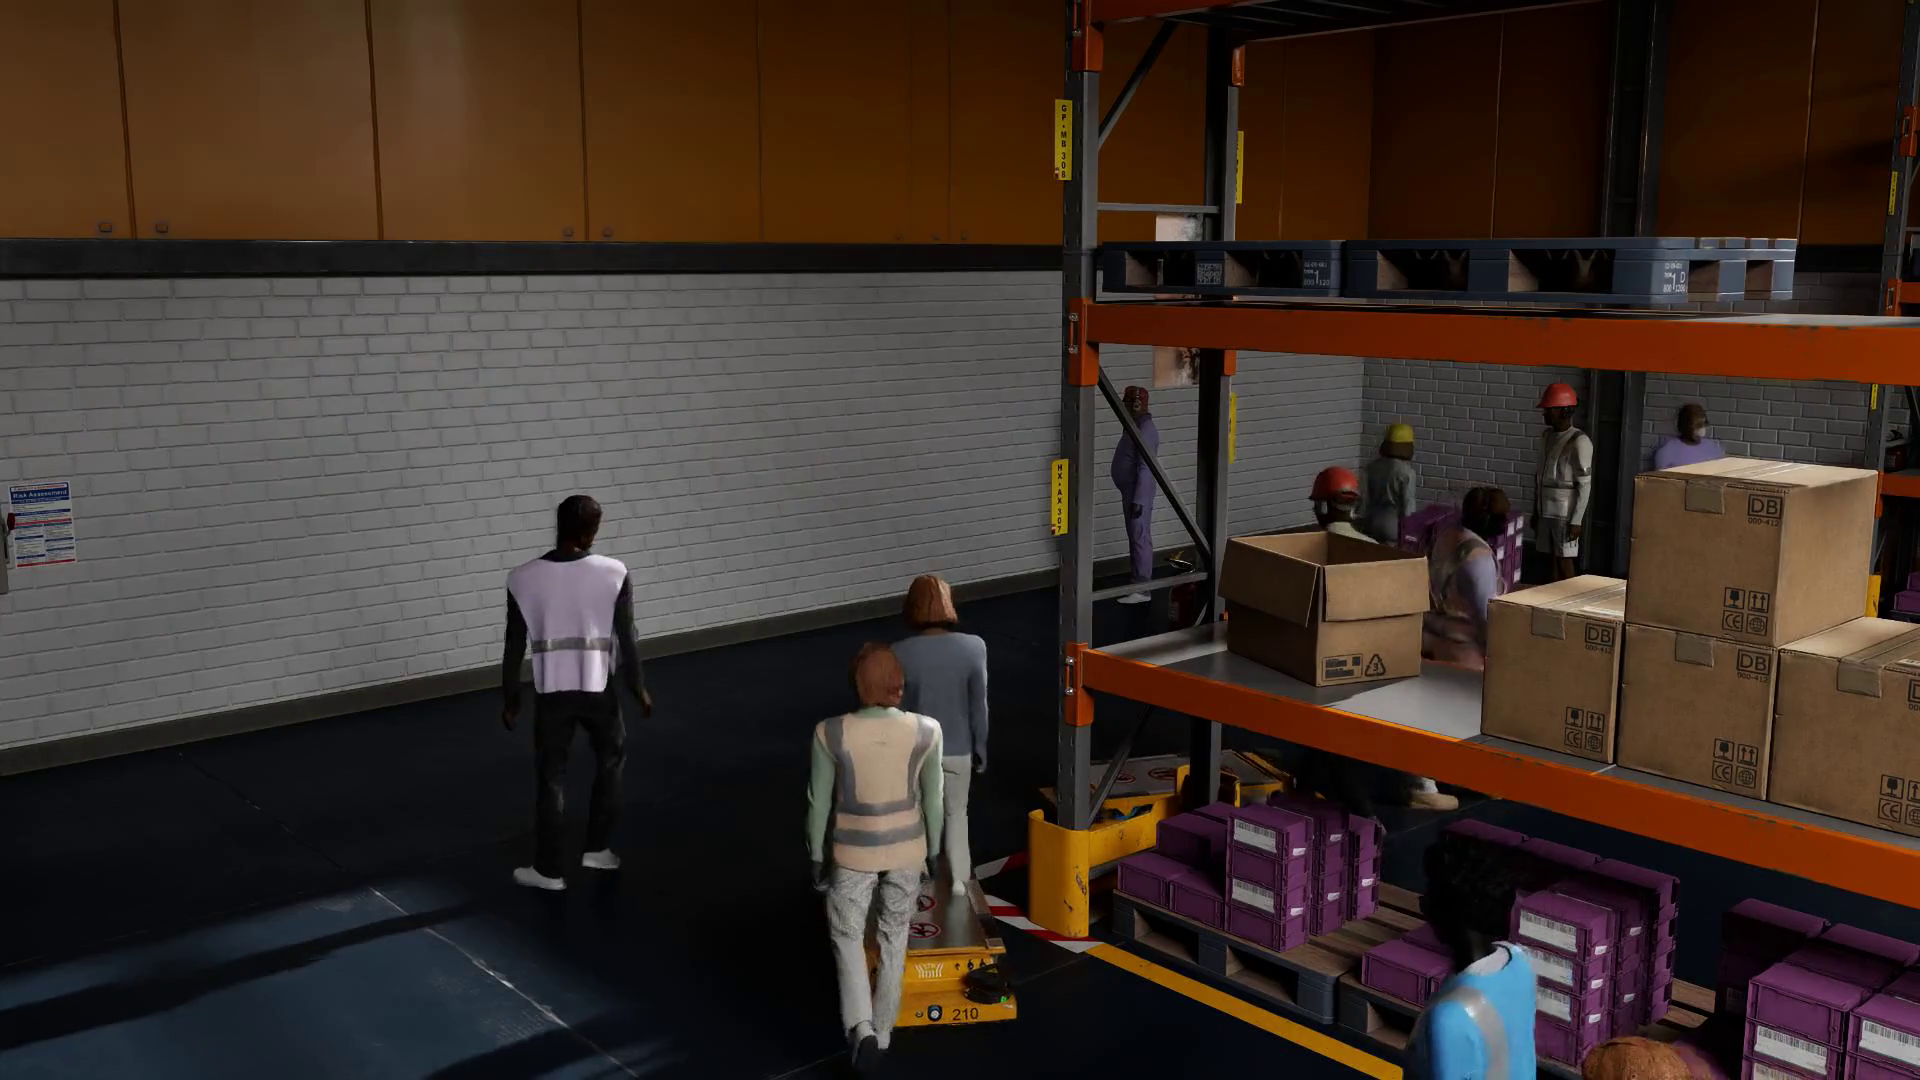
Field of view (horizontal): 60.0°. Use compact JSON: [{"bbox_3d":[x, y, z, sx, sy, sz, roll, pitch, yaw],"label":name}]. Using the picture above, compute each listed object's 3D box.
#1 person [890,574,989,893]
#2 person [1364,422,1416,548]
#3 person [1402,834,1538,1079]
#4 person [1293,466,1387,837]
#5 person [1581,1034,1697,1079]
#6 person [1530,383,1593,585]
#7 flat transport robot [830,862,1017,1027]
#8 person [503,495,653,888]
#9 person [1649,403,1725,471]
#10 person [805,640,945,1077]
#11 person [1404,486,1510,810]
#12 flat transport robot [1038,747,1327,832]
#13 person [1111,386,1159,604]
[{"bbox_3d":[-0.119,0.957,7.486,0.513,1.618,0.398,-2,10,-12],"label":"person"},{"bbox_3d":[3.394,-0.080,13.249,0.471,1.726,0.501,-6,12,-33],"label":"person"},{"bbox_3d":[1.275,1.538,3.941,0.543,1.668,0.586,6,11,31],"label":"person"},{"bbox_3d":[1.963,0.617,8.601,0.653,1.961,0.929,-6,11,-32],"label":"person"},{"bbox_3d":[1.319,1.706,3.177,0.832,1.598,0.498,8,13,39],"label":"person"},{"bbox_3d":[4.705,-0.222,13.171,0.391,2.040,0.615,-2,10,-13],"label":"person"},{"bbox_3d":[-0.196,1.687,7.175,0.652,0.197,1.431,-1,10,-8],"label":"flat transport robot"},{"bbox_3d":[-1.840,0.734,8.024,0.703,1.887,0.427,-1,10,-7],"label":"person"},{"bbox_3d":[5.719,-0.148,13.187,0.635,1.905,0.989,-3,10,-18],"label":"person"},{"bbox_3d":[-0.300,1.185,6.156,0.527,1.617,0.568,-2,10,-12],"label":"person"},{"bbox_3d":[2.847,0.606,9.025,0.861,1.803,0.633,1,10,5],"label":"person"},{"bbox_3d":[1.206,1.360,9.088,1.431,0.197,0.652,-3,10,-16],"label":"flat transport robot"},{"bbox_3d":[1.525,-0.398,14.596,0.406,1.910,0.639,0,10,0],"label":"person"}]
